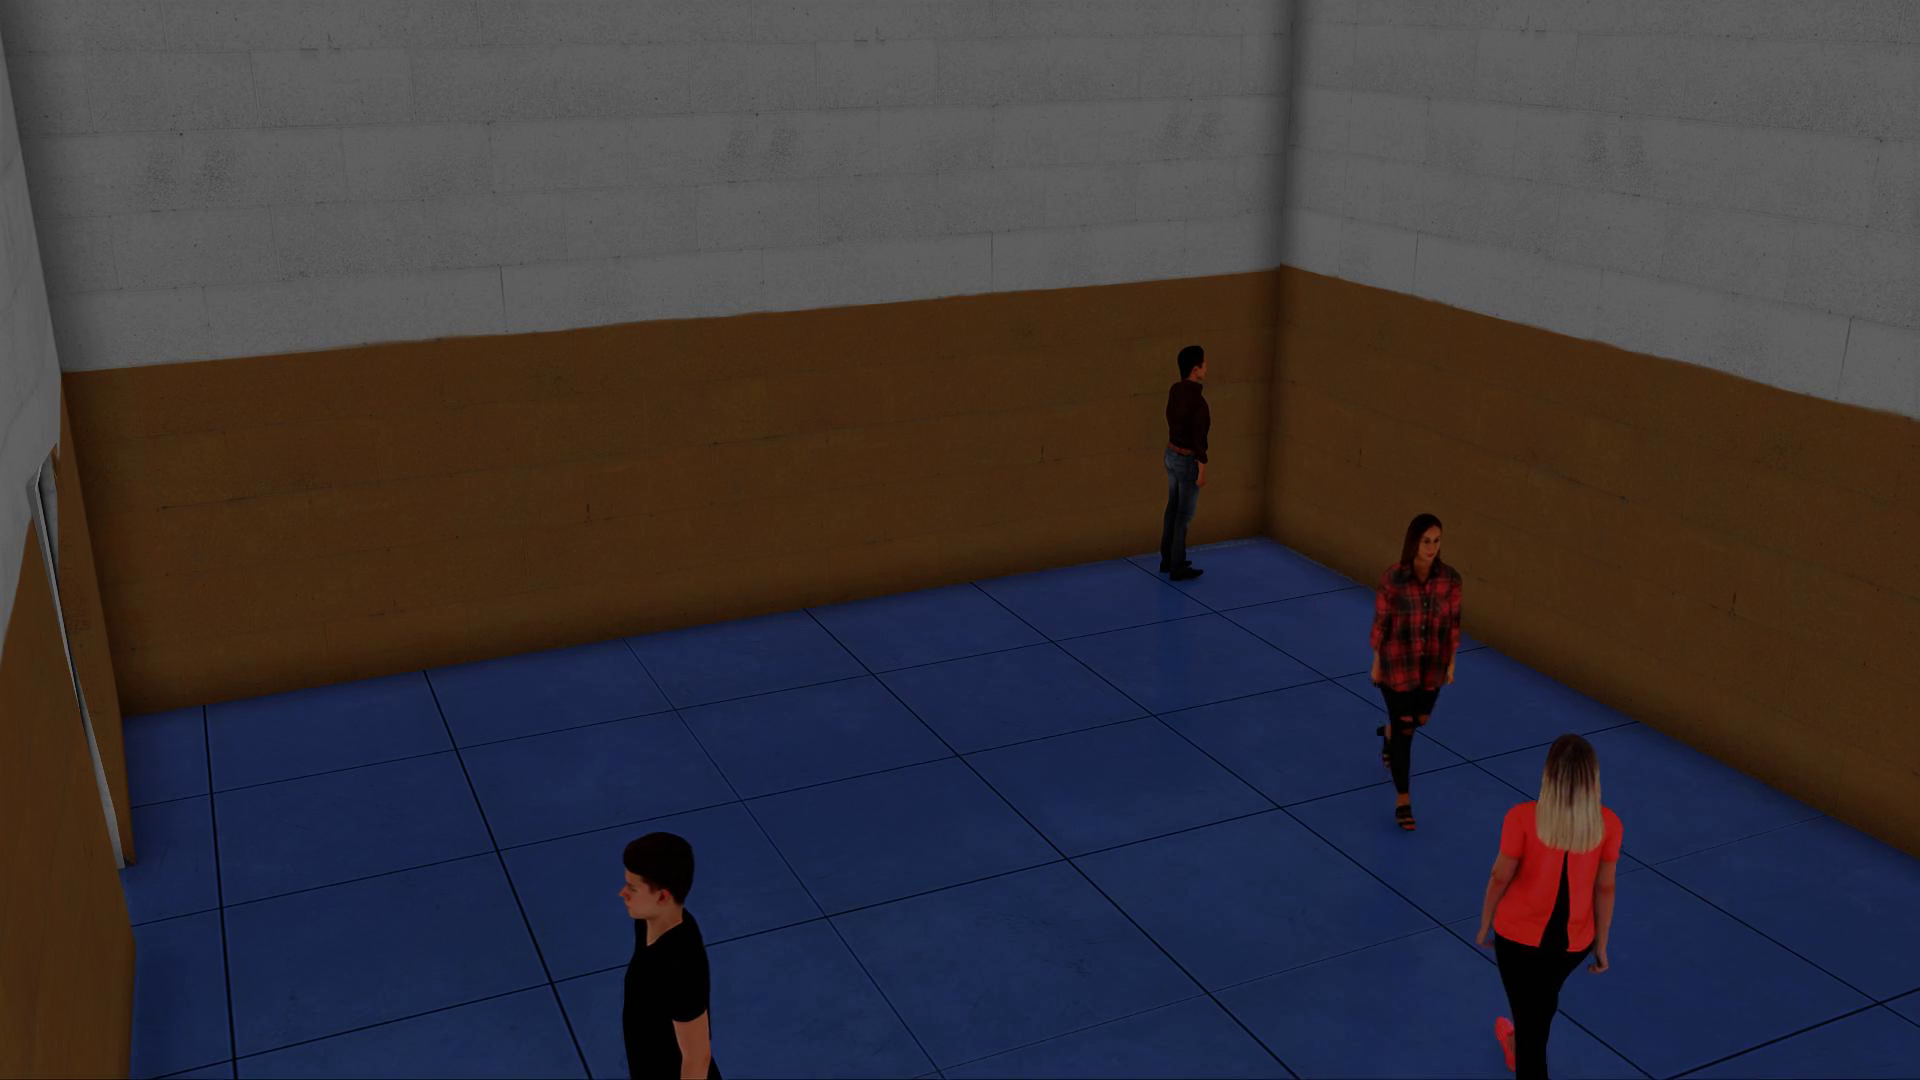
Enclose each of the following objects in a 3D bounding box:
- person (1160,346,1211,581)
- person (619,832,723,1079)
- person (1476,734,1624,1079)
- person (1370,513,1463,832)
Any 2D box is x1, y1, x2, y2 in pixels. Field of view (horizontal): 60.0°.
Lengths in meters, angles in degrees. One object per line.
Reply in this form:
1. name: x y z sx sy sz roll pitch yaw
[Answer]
1. person: 1.671 -0.584 12.470 0.520 1.778 0.637 -7 20 -21
2. person: -0.903 1.772 5.352 0.584 1.861 0.677 -8 20 -21
3. person: 2.226 1.575 6.277 1.149 1.645 1.013 1 19 2
4. person: 2.416 0.654 8.956 1.091 1.677 0.947 -1 19 -3
